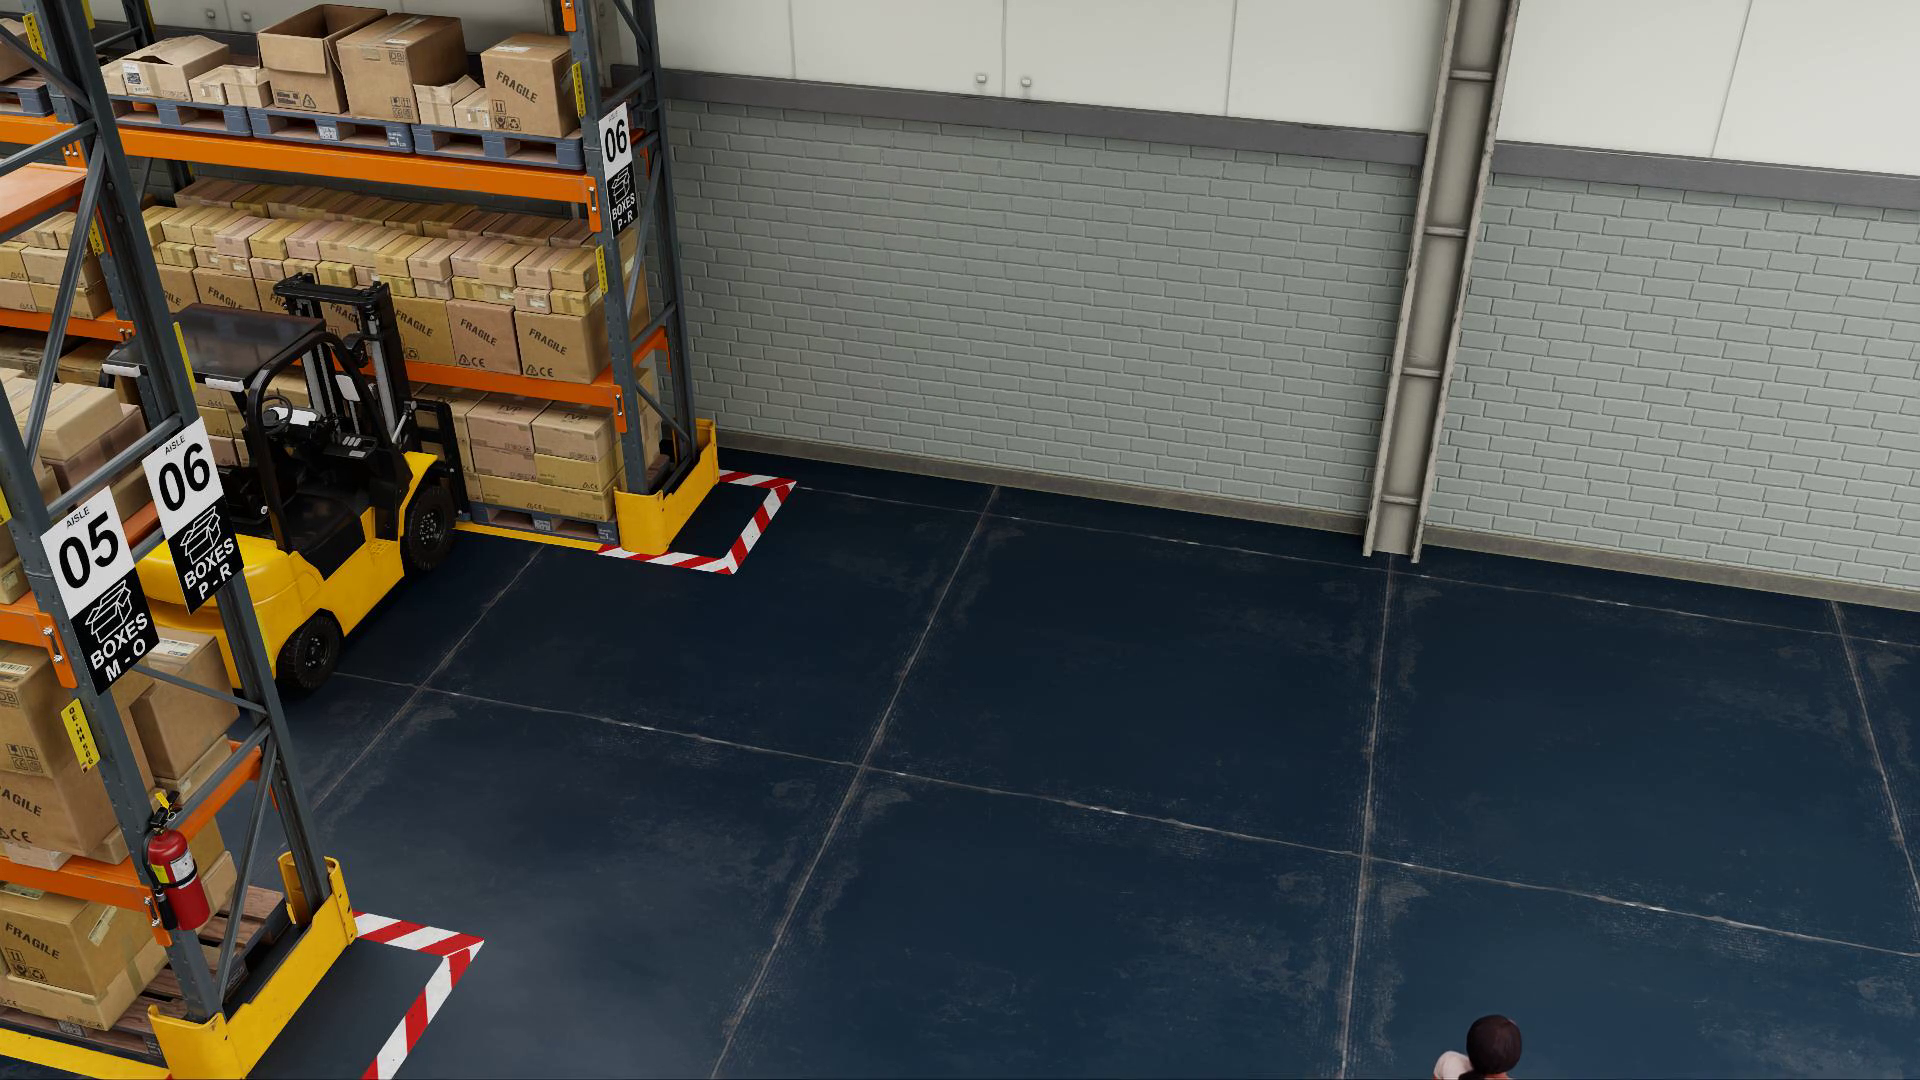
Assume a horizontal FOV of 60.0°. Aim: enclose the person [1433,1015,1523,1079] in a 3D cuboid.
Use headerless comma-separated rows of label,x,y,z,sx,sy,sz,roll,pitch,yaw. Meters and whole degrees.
person,2.053,2.540,6.735,0.593,1.741,0.704,26,41,34
